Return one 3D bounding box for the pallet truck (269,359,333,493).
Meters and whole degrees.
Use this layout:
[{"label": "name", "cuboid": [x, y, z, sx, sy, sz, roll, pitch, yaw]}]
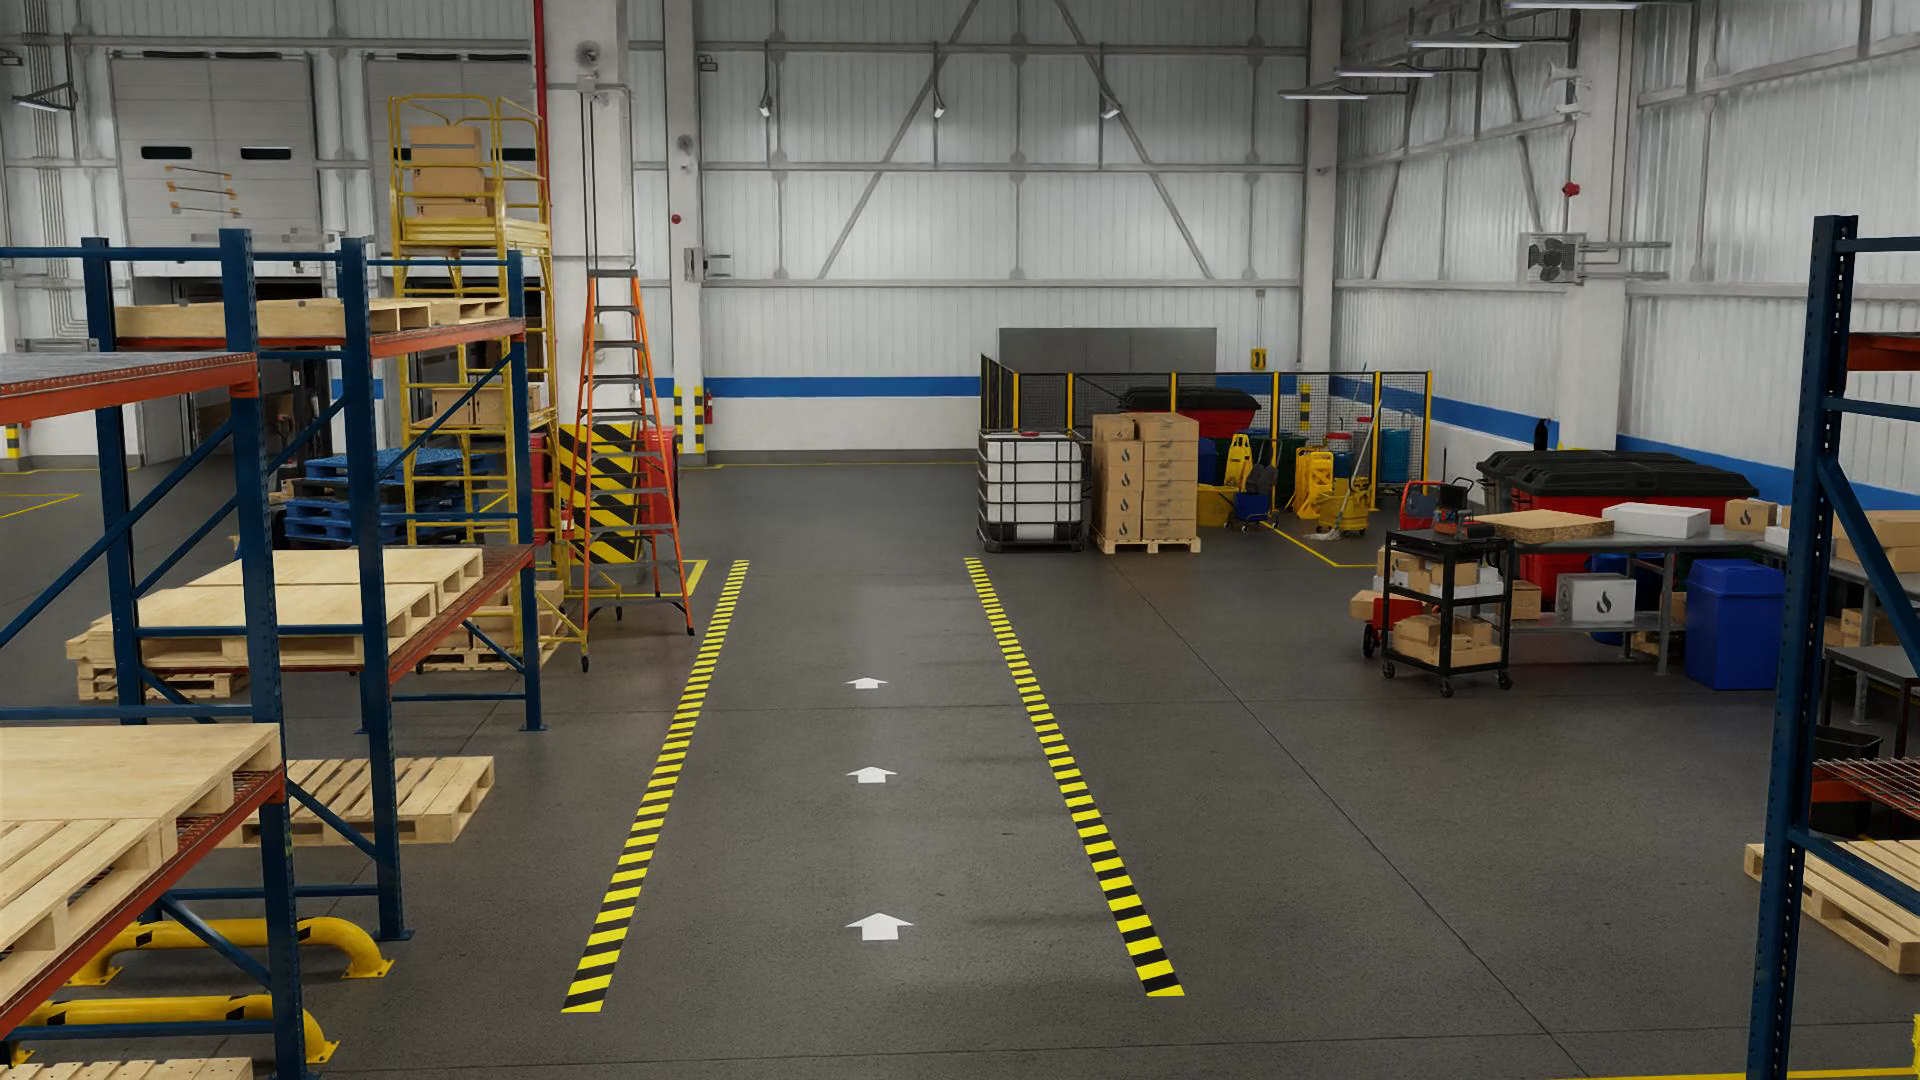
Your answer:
[{"label": "pallet truck", "cuboid": [-7.062, -1.131, 18.996, 1.885, 1.965, 0.823, 2, 9, 13]}]
